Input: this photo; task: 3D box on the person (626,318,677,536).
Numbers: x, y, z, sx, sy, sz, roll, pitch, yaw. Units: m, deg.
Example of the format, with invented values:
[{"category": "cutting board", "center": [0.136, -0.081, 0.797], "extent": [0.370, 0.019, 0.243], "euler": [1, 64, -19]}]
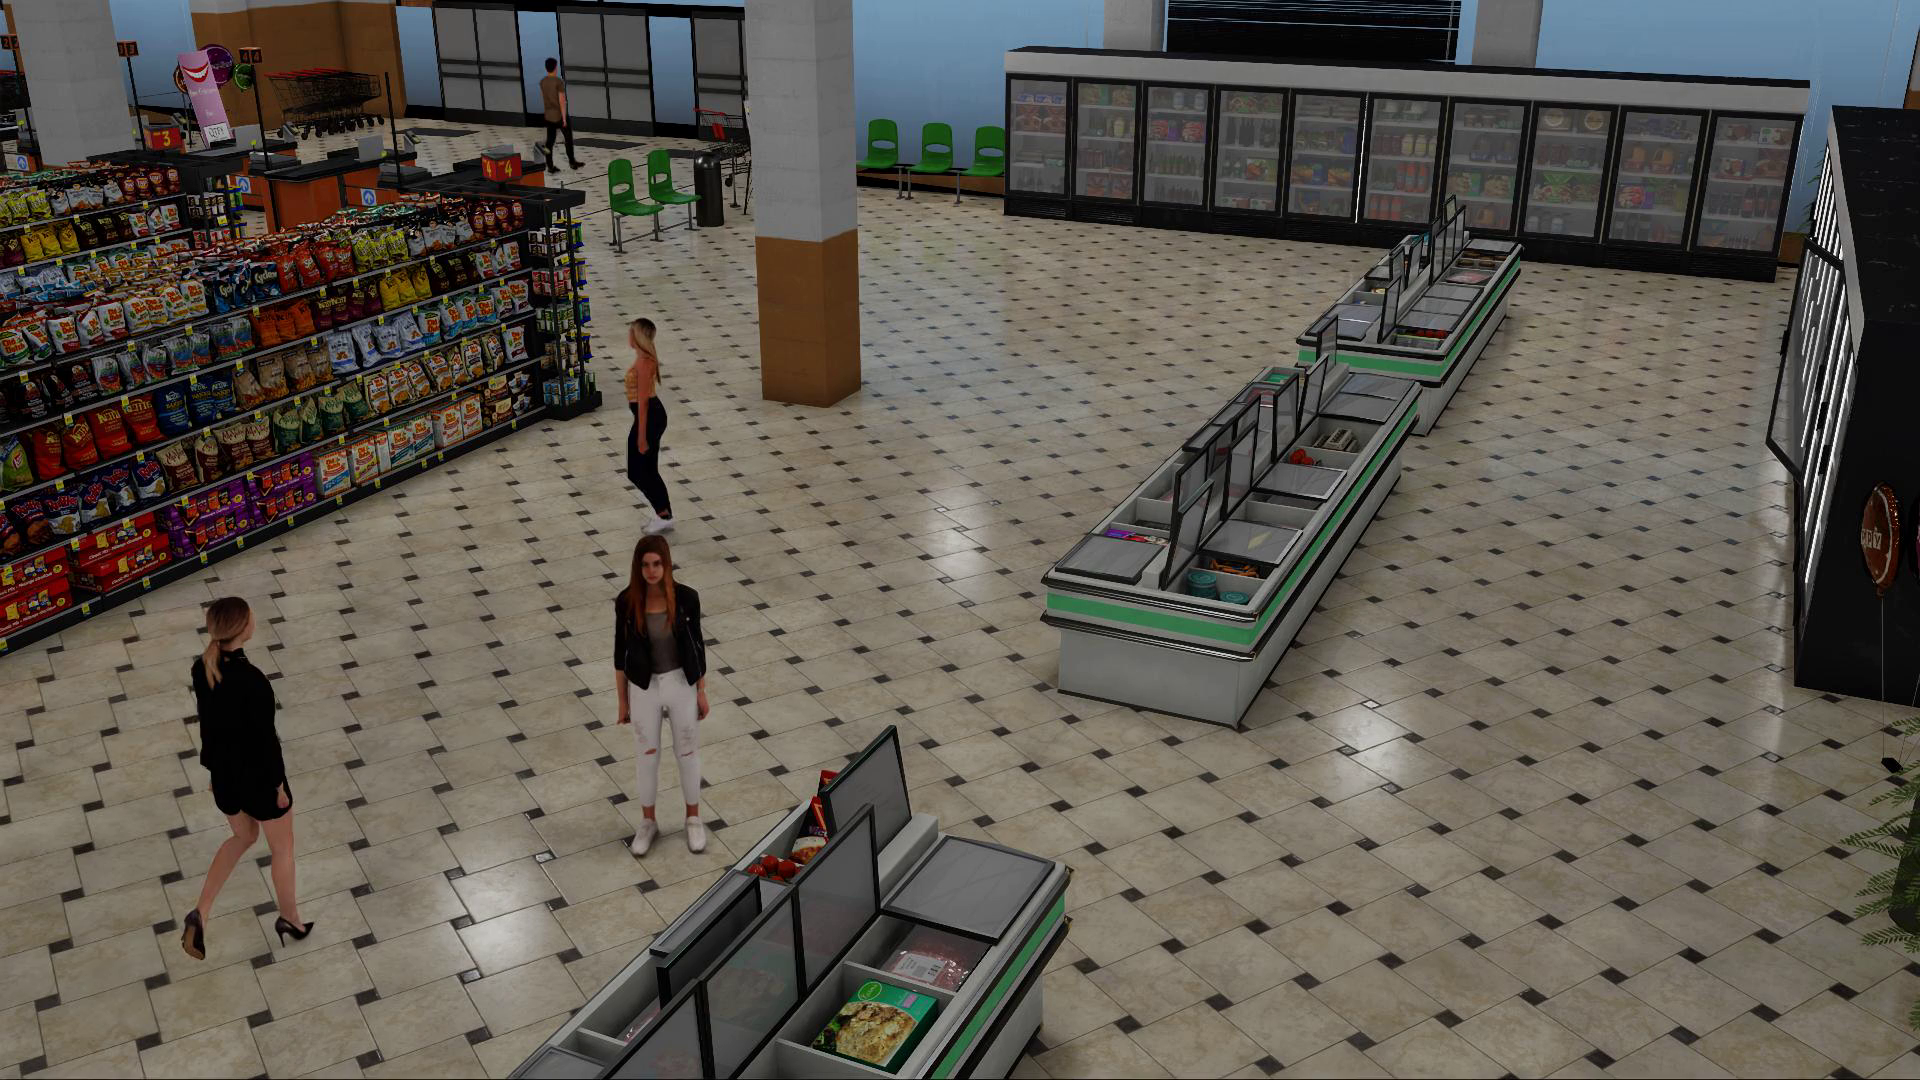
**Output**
[{"category": "person", "center": [-2.292, -0.811, 12.301], "extent": [0.814, 1.598, 0.686], "euler": [-7, 23, -17]}]

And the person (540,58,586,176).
[{"category": "person", "center": [-6.651, -6.874, 27.081], "extent": [0.690, 1.828, 0.965], "euler": [11, 24, 26]}]

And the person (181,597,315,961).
[{"category": "person", "center": [-3.186, 1.108, 7.318], "extent": [0.600, 1.751, 0.882], "euler": [9, 24, 21]}]

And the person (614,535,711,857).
[{"category": "person", "center": [-1.470, 0.758, 8.257], "extent": [0.686, 1.702, 0.695], "euler": [-2, 22, -6]}]
